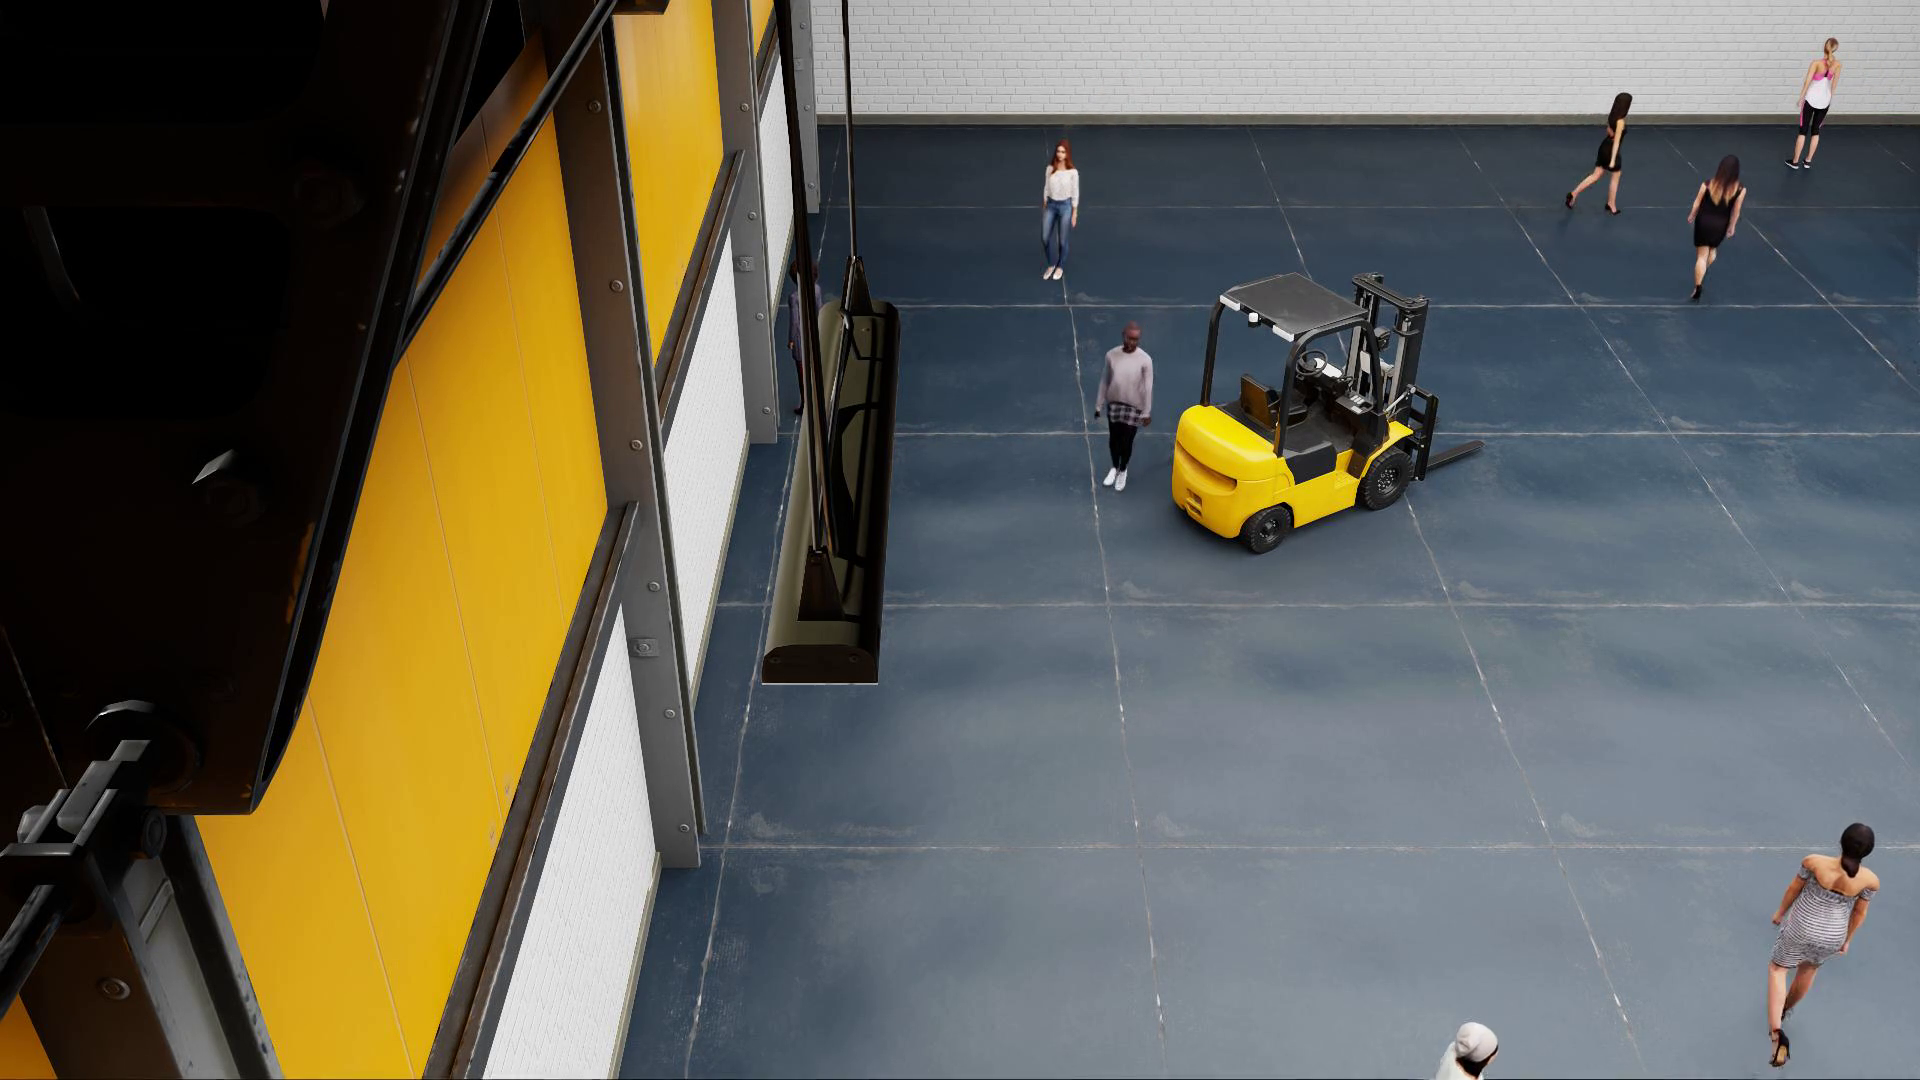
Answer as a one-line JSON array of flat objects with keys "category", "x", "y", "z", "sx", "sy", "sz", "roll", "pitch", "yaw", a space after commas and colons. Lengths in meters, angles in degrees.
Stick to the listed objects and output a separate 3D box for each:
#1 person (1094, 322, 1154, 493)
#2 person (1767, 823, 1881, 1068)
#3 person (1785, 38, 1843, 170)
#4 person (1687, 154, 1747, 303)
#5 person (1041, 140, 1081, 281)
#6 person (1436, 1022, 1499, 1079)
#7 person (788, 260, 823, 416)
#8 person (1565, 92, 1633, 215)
[{"category": "person", "x": 1.607, "y": -1.301, "z": 15.762, "sx": 0.790, "sy": 1.763, "sz": 0.782, "roll": 17, "pitch": 37, "yaw": 24}, {"category": "person", "x": 5.154, "y": 2.450, "z": 10.082, "sx": 0.817, "sy": 1.802, "sz": 1.045, "roll": 13, "pitch": 36, "yaw": 18}, {"category": "person", "x": 11.724, "y": -5.978, "z": 22.776, "sx": 0.613, "sy": 1.787, "sz": 0.520, "roll": 2, "pitch": 34, "yaw": 3}, {"category": "person", "x": 8.711, "y": -3.570, "z": 19.259, "sx": 0.827, "sy": 1.671, "sz": 1.096, "roll": 8, "pitch": 34, "yaw": 12}, {"category": "person", "x": 1.202, "y": -3.944, "z": 19.779, "sx": 0.694, "sy": 1.718, "sz": 0.699, "roll": 11, "pitch": 35, "yaw": 15}, {"category": "person", "x": 2.603, "y": 3.207, "z": 9.095, "sx": 0.706, "sy": 1.636, "sz": 0.615, "roll": 8, "pitch": 34, "yaw": 11}, {"category": "person", "x": -1.558, "y": -2.070, "z": 16.965, "sx": 0.712, "sy": 1.711, "sz": 0.650, "roll": 28, "pitch": 43, "yaw": 36}, {"category": "person", "x": 8.241, "y": -4.925, "z": 21.343, "sx": 0.690, "sy": 1.621, "sz": 0.982, "roll": -4, "pitch": 34, "yaw": -5}]
